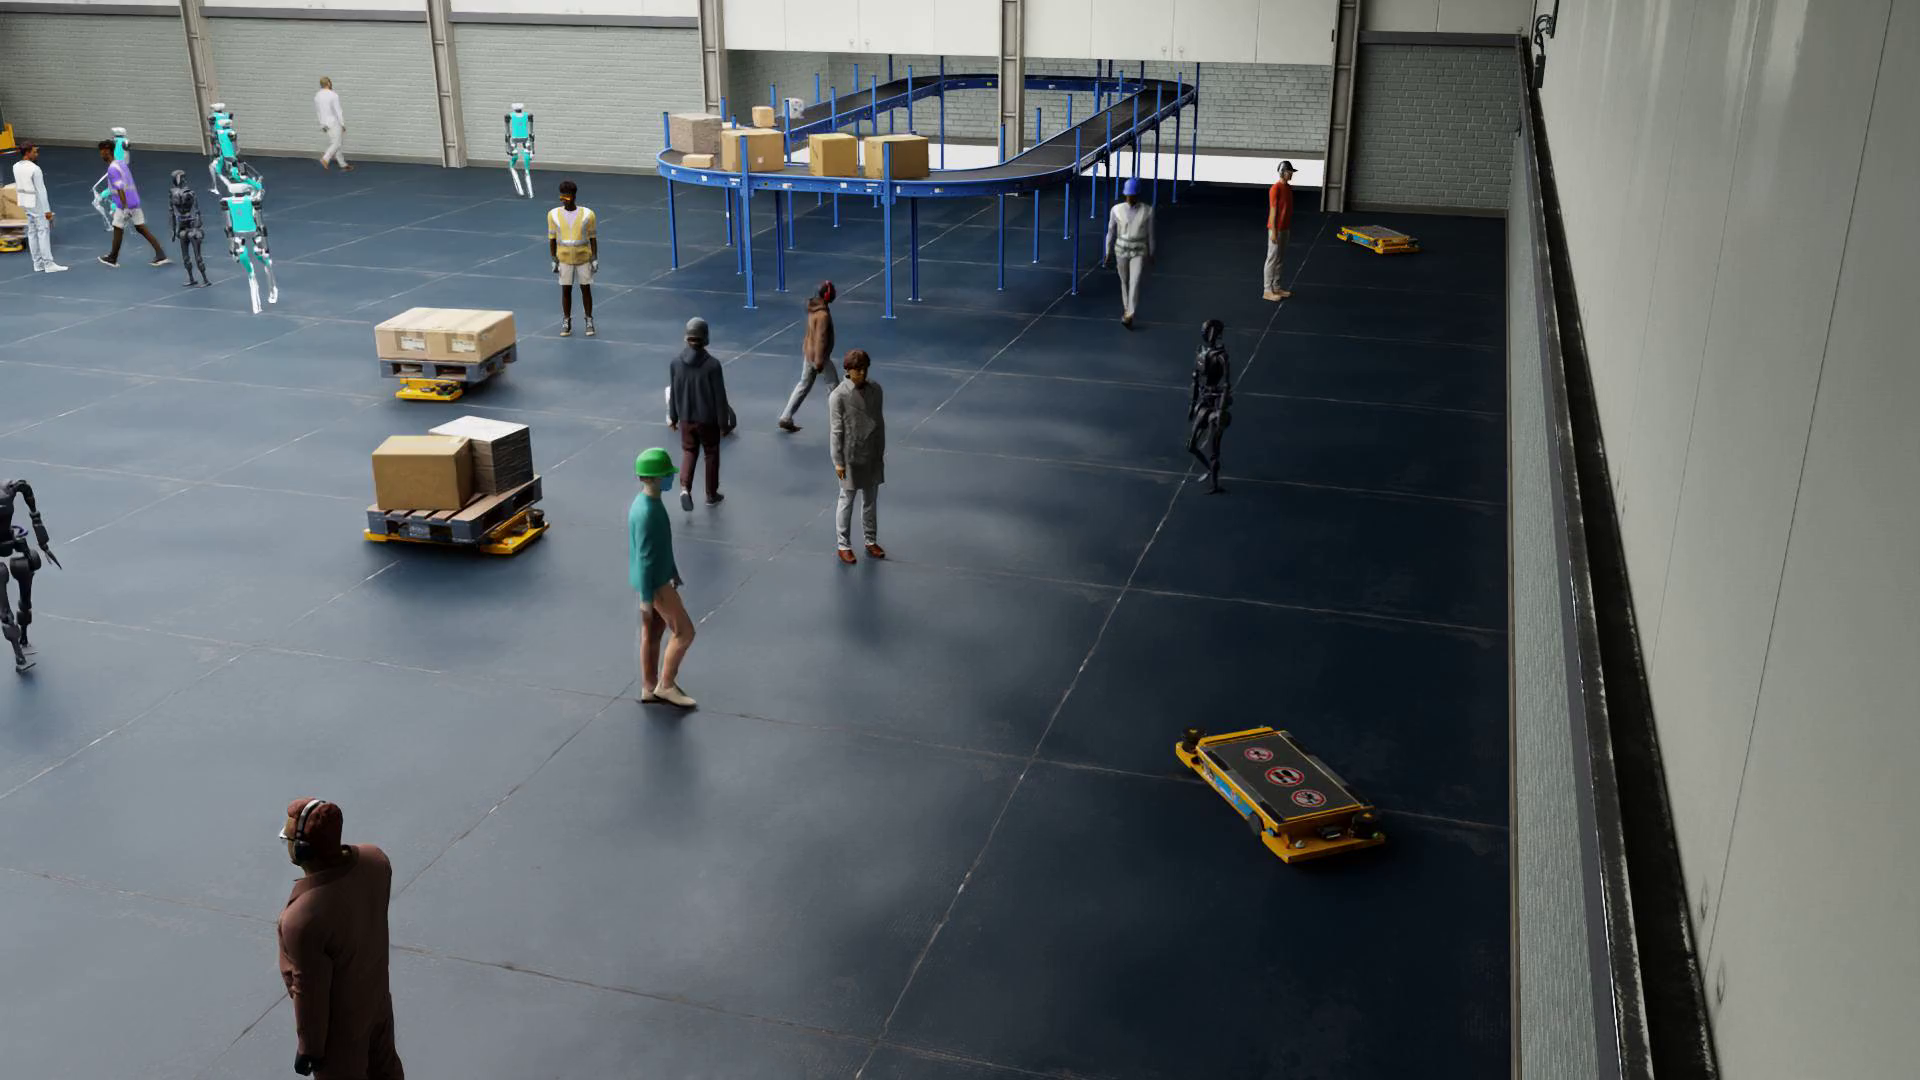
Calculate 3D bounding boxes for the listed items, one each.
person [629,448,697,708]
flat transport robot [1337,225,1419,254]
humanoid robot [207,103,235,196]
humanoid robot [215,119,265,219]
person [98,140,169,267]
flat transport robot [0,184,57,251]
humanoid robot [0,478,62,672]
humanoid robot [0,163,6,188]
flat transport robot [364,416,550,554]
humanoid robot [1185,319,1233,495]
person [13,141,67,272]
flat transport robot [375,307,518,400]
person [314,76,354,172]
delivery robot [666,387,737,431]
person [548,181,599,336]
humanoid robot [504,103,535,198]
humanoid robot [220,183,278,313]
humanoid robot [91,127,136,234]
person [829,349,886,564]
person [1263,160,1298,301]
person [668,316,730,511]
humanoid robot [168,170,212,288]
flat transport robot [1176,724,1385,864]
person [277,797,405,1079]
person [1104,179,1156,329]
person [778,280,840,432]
[{"bbox_3d":[-1.985,0.272,11.259,0.539,1.856,0.562,-2,21,-5],"label":"person"},{"bbox_3d":[6.703,-4.827,26.698,0.659,0.231,1.431,-6,22,-16],"label":"flat transport robot"},{"bbox_3d":[-13.915,-7.270,31.047,0.911,1.759,0.565,10,23,24],"label":"humanoid robot"},{"bbox_3d":[-12.305,-6.370,28.622,0.531,1.760,0.724,16,26,35],"label":"humanoid robot"},{"bbox_3d":[-12.570,-5.055,25.030,0.995,1.897,0.643,-2,21,-5],"label":"person"},{"bbox_3d":[-15.291,-4.845,26.744,0.659,0.231,1.431,-3,21,-8],"label":"flat transport robot"},{"bbox_3d":[-6.792,0.123,11.943,0.715,1.630,0.601,17,27,37],"label":"humanoid robot"},{"bbox_3d":[-15.503,-5.531,26.600,0.608,1.621,0.637,6,22,14],"label":"humanoid robot"},{"bbox_3d":[-4.384,-0.130,14.514,1.431,0.231,0.659,6,22,14],"label":"flat transport robot"},{"bbox_3d":[2.334,-1.231,15.418,0.353,1.649,0.585,-11,24,-26],"label":"humanoid robot"},{"bbox_3d":[-13.750,-4.945,24.720,0.589,1.914,0.390,12,24,29],"label":"person"},{"bbox_3d":[-5.808,-1.875,19.040,0.659,0.231,1.431,4,21,10],"label":"flat transport robot"},{"bbox_3d":[-12.808,-8.424,33.776,0.692,1.892,0.726,14,25,31],"label":"person"},{"bbox_3d":[-2.752,-1.405,17.406,0.774,0.581,0.499,20,29,41],"label":"delivery robot"},{"bbox_3d":[-4.885,-3.563,21.087,0.606,1.948,0.378,-3,21,-7],"label":"person"},{"bbox_3d":[-8.199,-7.210,30.914,0.536,1.834,0.748,-10,23,-24],"label":"humanoid robot"},{"bbox_3d":[-9.546,-3.995,22.546,0.530,1.773,0.965,-2,21,-5],"label":"humanoid robot"},{"bbox_3d":[-13.973,-5.849,27.327,0.579,1.772,0.826,17,27,37],"label":"humanoid robot"},{"bbox_3d":[-0.842,-0.698,13.841,0.498,1.825,0.371,-14,25,-32],"label":"person"},{"bbox_3d":[4.457,-4.282,23.003,0.394,1.911,0.480,15,26,34],"label":"person"},{"bbox_3d":[-2.357,-1.117,14.945,0.573,1.792,0.637,4,21,11],"label":"person"},{"bbox_3d":[-11.025,-4.443,23.737,0.589,1.651,0.326,8,22,20],"label":"humanoid robot"},{"bbox_3d":[1.945,1.515,10.248,0.659,0.231,1.431,-7,22,-18],"label":"flat transport robot"},{"bbox_3d":[-2.578,1.926,6.910,0.412,1.908,0.640,3,21,9],"label":"person"},{"bbox_3d":[2.188,-3.721,21.580,0.645,1.887,1.005,7,22,18],"label":"person"},{"bbox_3d":[-1.499,-1.891,17.212,0.845,1.607,0.454,-8,22,-19],"label":"person"}]
